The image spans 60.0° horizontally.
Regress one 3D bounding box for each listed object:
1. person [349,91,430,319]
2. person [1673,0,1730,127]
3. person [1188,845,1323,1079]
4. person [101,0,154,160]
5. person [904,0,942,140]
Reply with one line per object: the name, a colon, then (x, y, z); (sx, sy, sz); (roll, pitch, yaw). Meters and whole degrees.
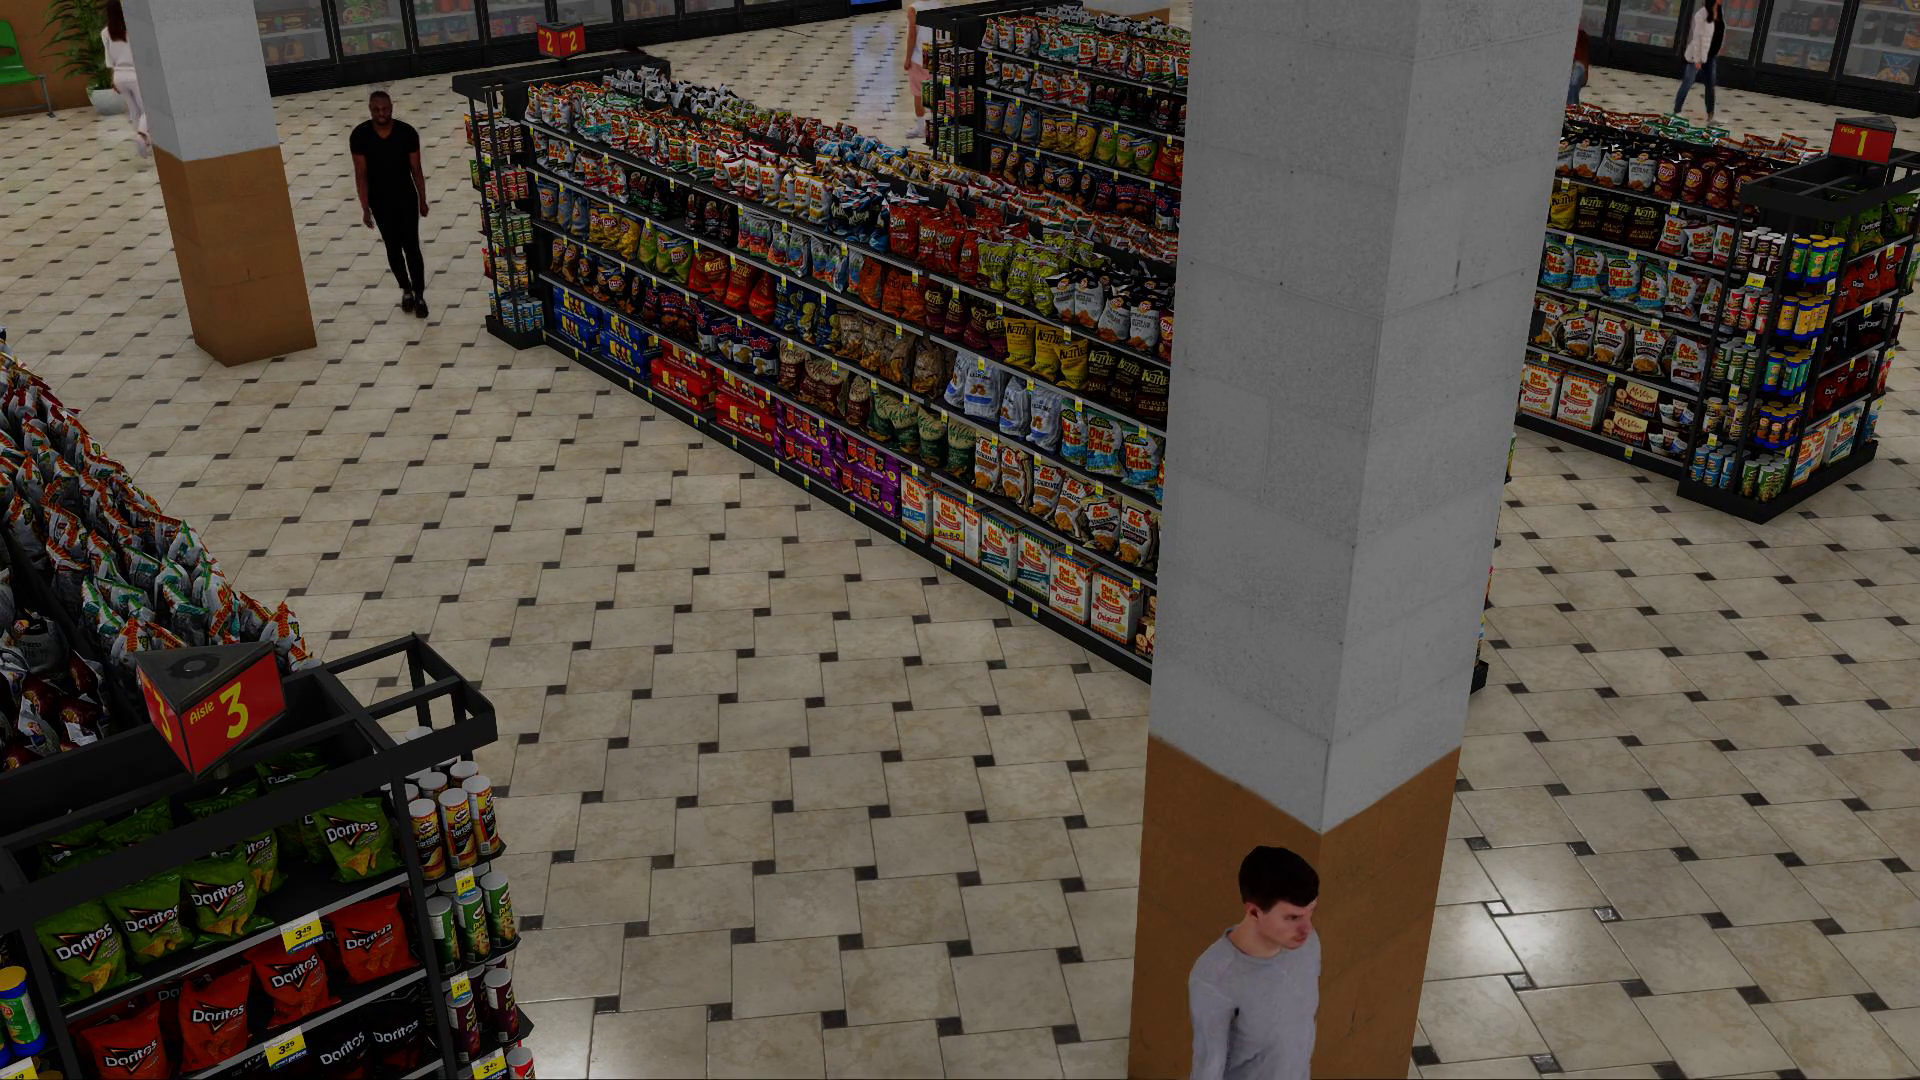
person: (-4.533, -2.703, 13.294); (0.855, 1.788, 0.938); (-6, 27, -11)
person: (8.503, -5.611, 19.222); (0.737, 1.612, 0.951); (-15, 31, -27)
person: (0.743, 1.603, 4.759); (0.631, 1.828, 0.921); (-19, 33, -33)
person: (-8.845, -4.893, 17.740); (0.912, 1.673, 1.040); (-3, 27, -6)
person: (-0.408, -5.440, 18.701); (0.642, 1.781, 0.572); (-23, 35, -38)
